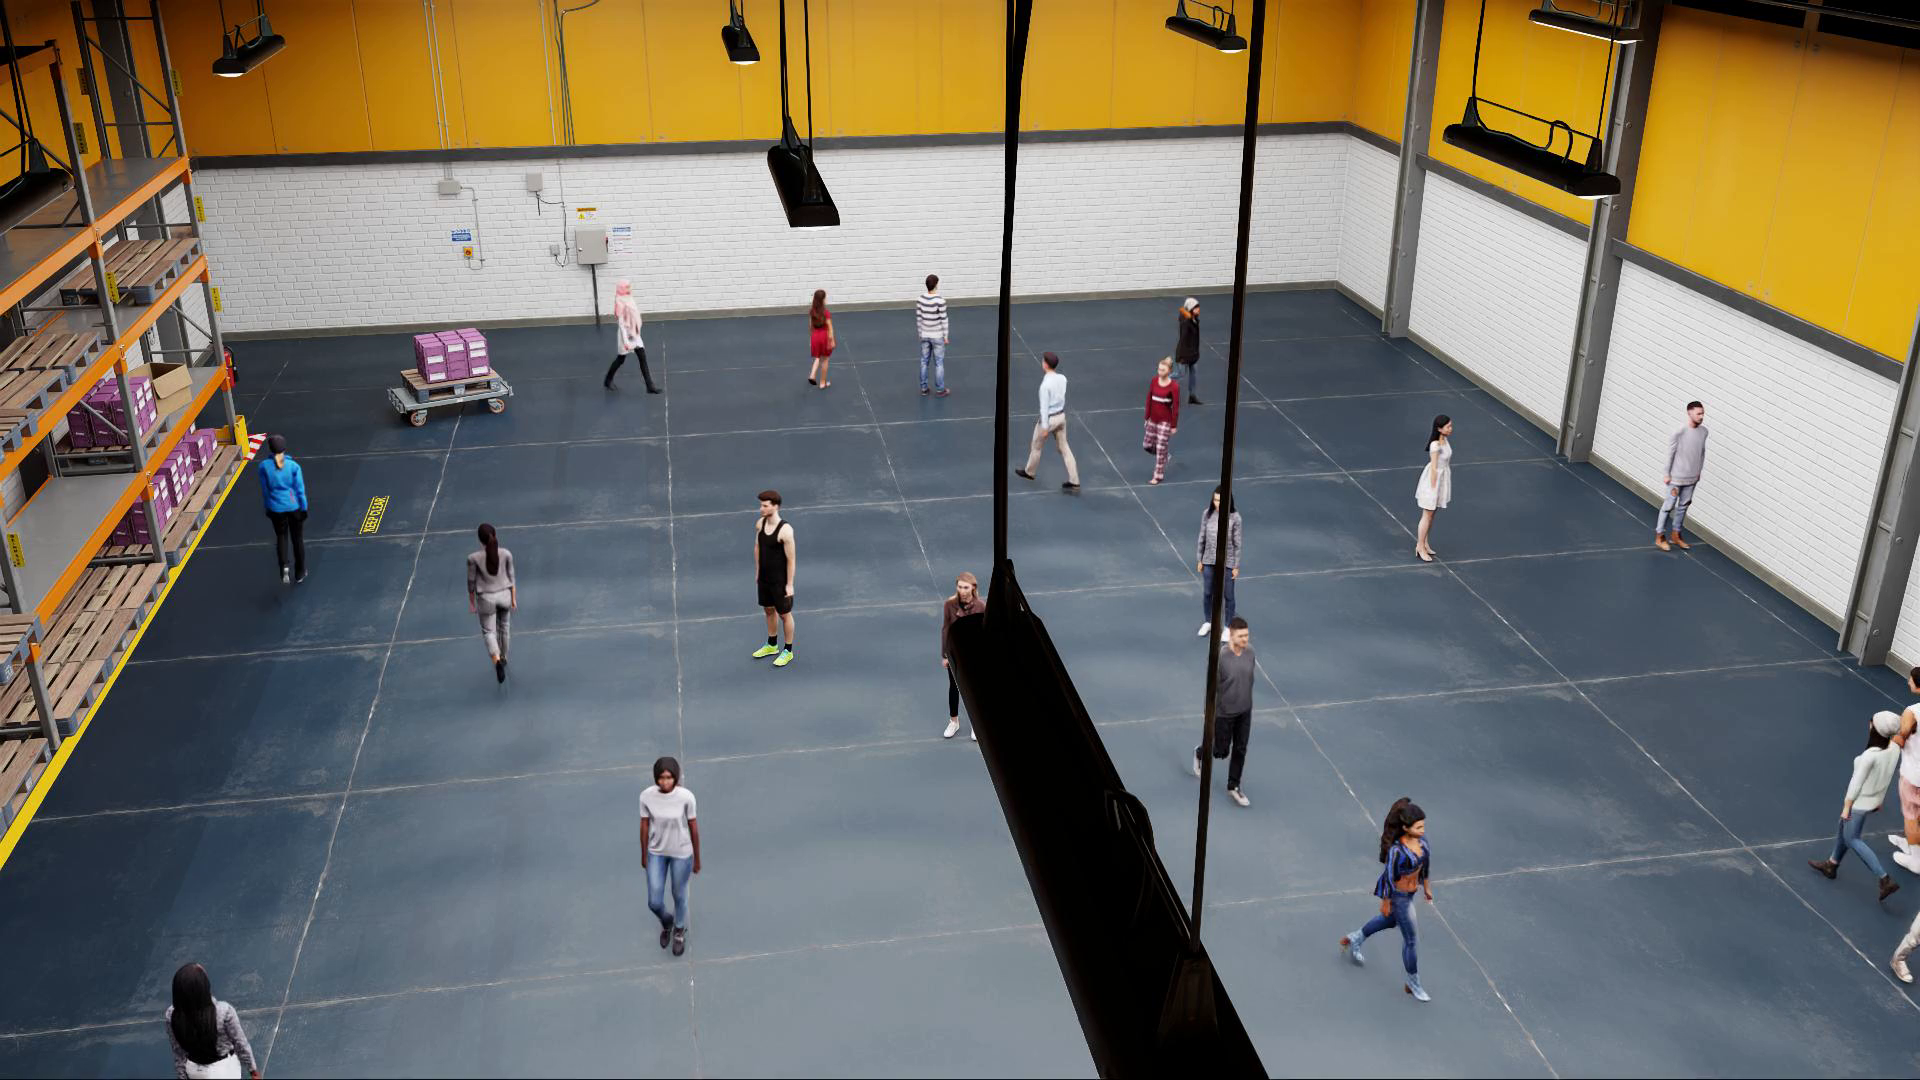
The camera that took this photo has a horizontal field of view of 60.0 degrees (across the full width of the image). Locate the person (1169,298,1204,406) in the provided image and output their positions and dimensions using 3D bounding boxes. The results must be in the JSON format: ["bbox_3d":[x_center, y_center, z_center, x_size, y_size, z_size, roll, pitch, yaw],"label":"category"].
[{"bbox_3d":[3.297,-2.798,24.656,1.039,1.615,1.012,13,27,27],"label":"person"}]

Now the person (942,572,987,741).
[{"bbox_3d":[0.056,1.074,15.686,0.669,1.705,0.633,5,24,11],"label":"person"}]

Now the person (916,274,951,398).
[{"bbox_3d":[-0.417,-3.076,24.994,0.724,1.854,0.742,11,26,24],"label":"person"}]

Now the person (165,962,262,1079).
[{"bbox_3d":[-4.659,3.421,10.348,0.845,1.680,1.275,2,24,4],"label":"person"}]

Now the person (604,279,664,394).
[{"bbox_3d":[-5.077,-3.025,24.998,1.091,1.757,1.232,7,25,16],"label":"person"}]

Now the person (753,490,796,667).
[{"bbox_3d":[-1.895,0.367,17.070,0.742,1.891,0.822,19,30,36],"label":"person"}]

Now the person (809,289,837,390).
[{"bbox_3d":[-2.145,-3.031,25.281,0.761,1.542,0.832,13,27,27],"label":"person"}]

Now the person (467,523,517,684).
[{"bbox_3d":[-4.663,0.664,16.686,0.775,1.656,1.053,-10,25,-21],"label":"person"}]

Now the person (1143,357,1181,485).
[{"bbox_3d":[2.668,-1.579,21.773,0.828,1.691,0.885,19,30,36],"label":"person"}]

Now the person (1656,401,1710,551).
[{"bbox_3d":[8.593,-0.792,19.787,0.681,1.839,0.580,-6,24,-13],"label":"person"}]

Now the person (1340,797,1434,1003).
[{"bbox_3d":[3.208,2.606,12.328,1.104,1.588,0.998,18,30,36],"label":"person"}]

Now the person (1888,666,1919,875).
[{"bbox_3d":[7.964,1.939,13.670,0.660,1.736,0.736,-2,24,-4],"label":"person"}]

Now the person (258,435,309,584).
[{"bbox_3d":[-7.619,-0.298,18.733,0.623,1.778,0.855,-4,24,-8],"label":"person"}]

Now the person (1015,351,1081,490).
[{"bbox_3d":[1.252,-1.476,21.406,1.119,1.795,1.311,-21,31,-40],"label":"person"}]

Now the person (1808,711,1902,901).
[{"bbox_3d":[7.331,2.137,13.356,0.804,1.622,1.076,-13,27,-27],"label":"person"}]

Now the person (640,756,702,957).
[{"bbox_3d":[-2.210,2.367,12.717,0.653,1.715,0.659,-1,24,-2],"label":"person"}]

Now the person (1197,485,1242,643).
[{"bbox_3d":[2.757,0.216,17.617,0.703,1.732,0.725,10,26,22],"label":"person"}]

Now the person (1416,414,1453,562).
[{"bbox_3d":[5.564,-0.625,19.487,0.835,1.774,0.760,12,26,25],"label":"person"}]

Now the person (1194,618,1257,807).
[{"bbox_3d":[2.365,1.471,14.725,0.798,1.748,0.996,-13,27,-26],"label":"person"}]
